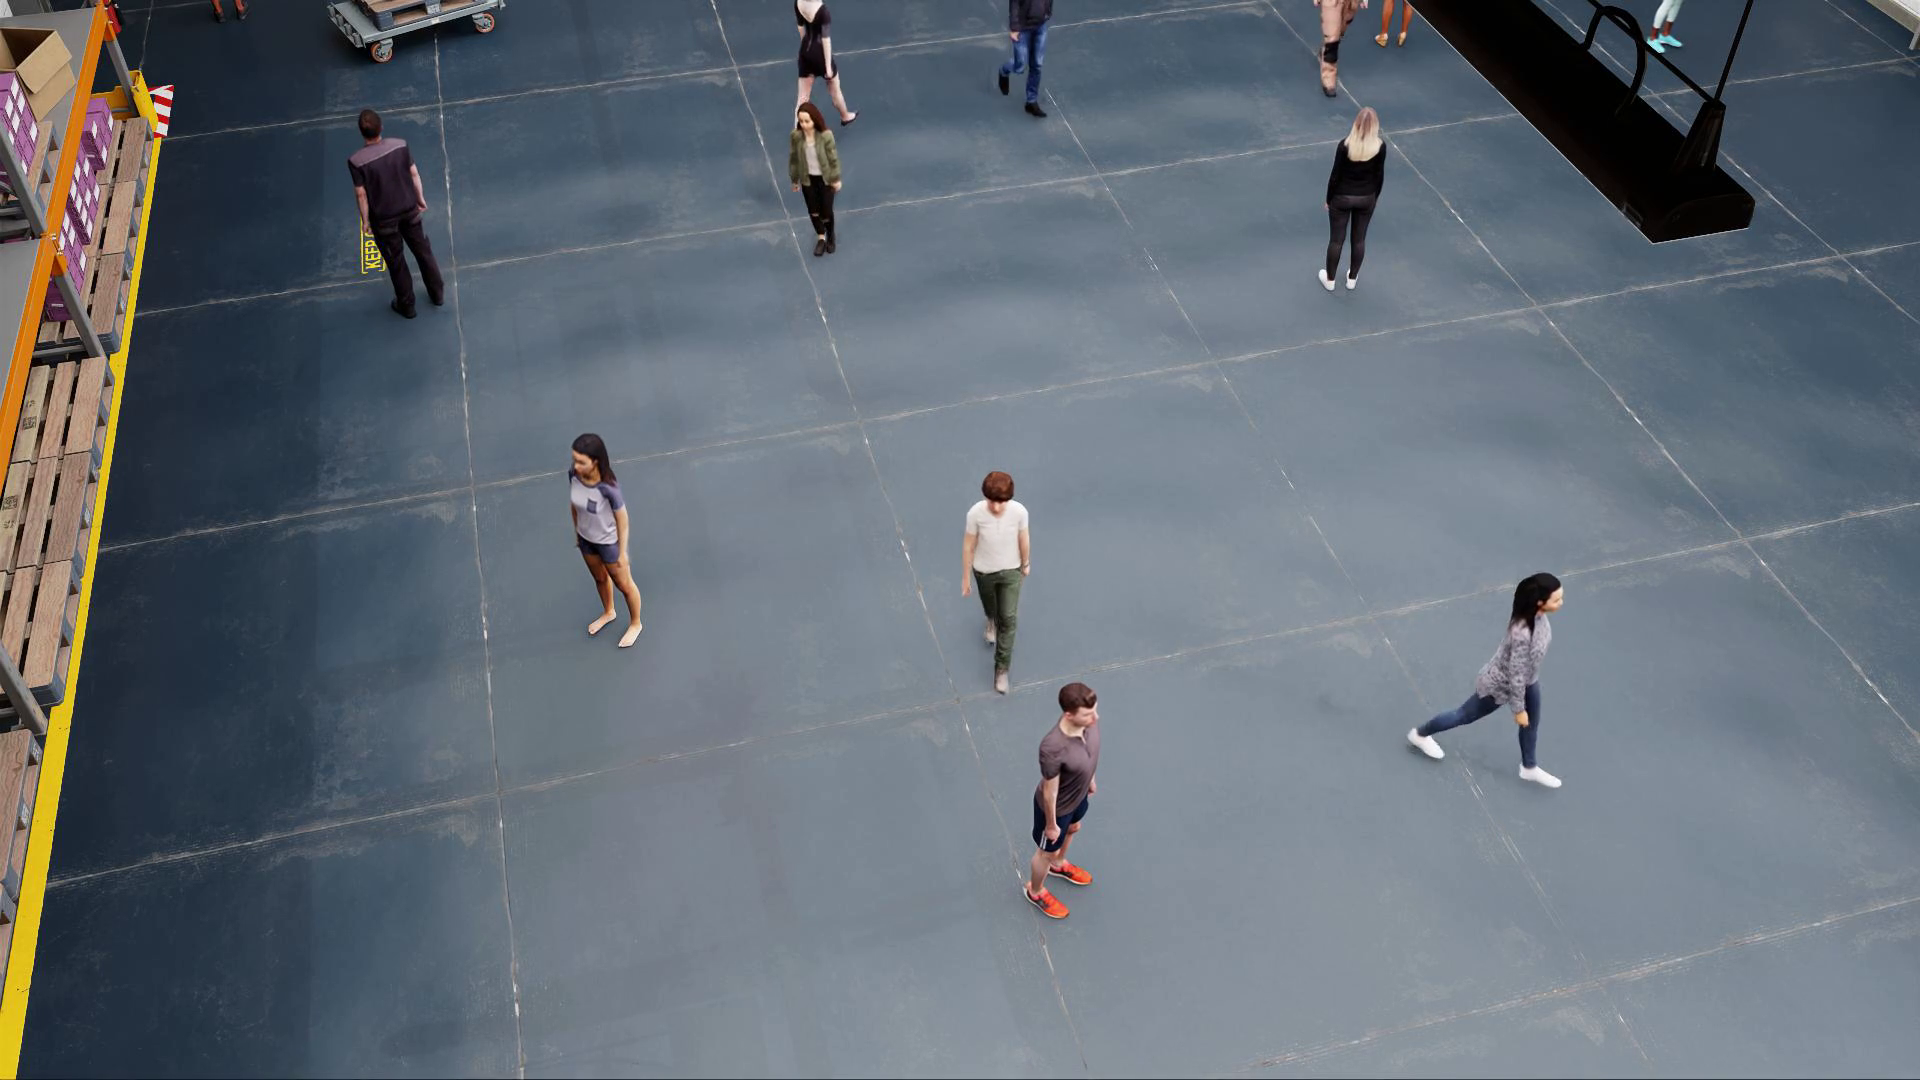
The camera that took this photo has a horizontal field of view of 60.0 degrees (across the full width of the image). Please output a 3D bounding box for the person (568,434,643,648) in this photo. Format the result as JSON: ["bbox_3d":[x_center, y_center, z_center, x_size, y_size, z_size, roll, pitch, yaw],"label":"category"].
[{"bbox_3d":[-2.344,-0.009,10.921,0.652,1.733,0.714,22,48,22],"label":"person"}]

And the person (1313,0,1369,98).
[{"bbox_3d":[3.787,-5.456,16.591,0.801,1.800,1.215,-4,44,-4],"label":"person"}]

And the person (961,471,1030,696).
[{"bbox_3d":[0.242,0.129,10.863,0.820,1.613,1.145,2,44,2],"label":"person"}]

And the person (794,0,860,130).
[{"bbox_3d":[-1.408,-4.419,15.514,1.134,1.782,1.158,24,49,23],"label":"person"}]

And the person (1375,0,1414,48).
[{"bbox_3d":[4.573,-5.908,17.149,0.603,1.685,0.571,-2,44,-2],"label":"person"}]

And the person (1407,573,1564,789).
[{"bbox_3d":[3.220,0.836,10.068,1.221,1.687,1.126,24,48,23],"label":"person"}]

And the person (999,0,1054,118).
[{"bbox_3d":[0.625,-5.034,16.098,0.869,1.869,1.043,-25,49,-24],"label":"person"}]

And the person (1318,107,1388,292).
[{"bbox_3d":[3.290,-2.842,13.929,0.663,1.686,0.625,1,44,1],"label":"person"}]

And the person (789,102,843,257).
[{"bbox_3d":[-1.221,-3.157,14.419,0.689,1.467,0.701,8,44,9],"label":"person"}]

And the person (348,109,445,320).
[{"bbox_3d":[-4.641,-2.680,13.644,0.808,1.845,0.762,-30,51,-28],"label":"person"}]

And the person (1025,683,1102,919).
[{"bbox_3d":[0.576,1.429,9.329,0.759,1.848,0.715,25,49,24],"label":"person"}]
